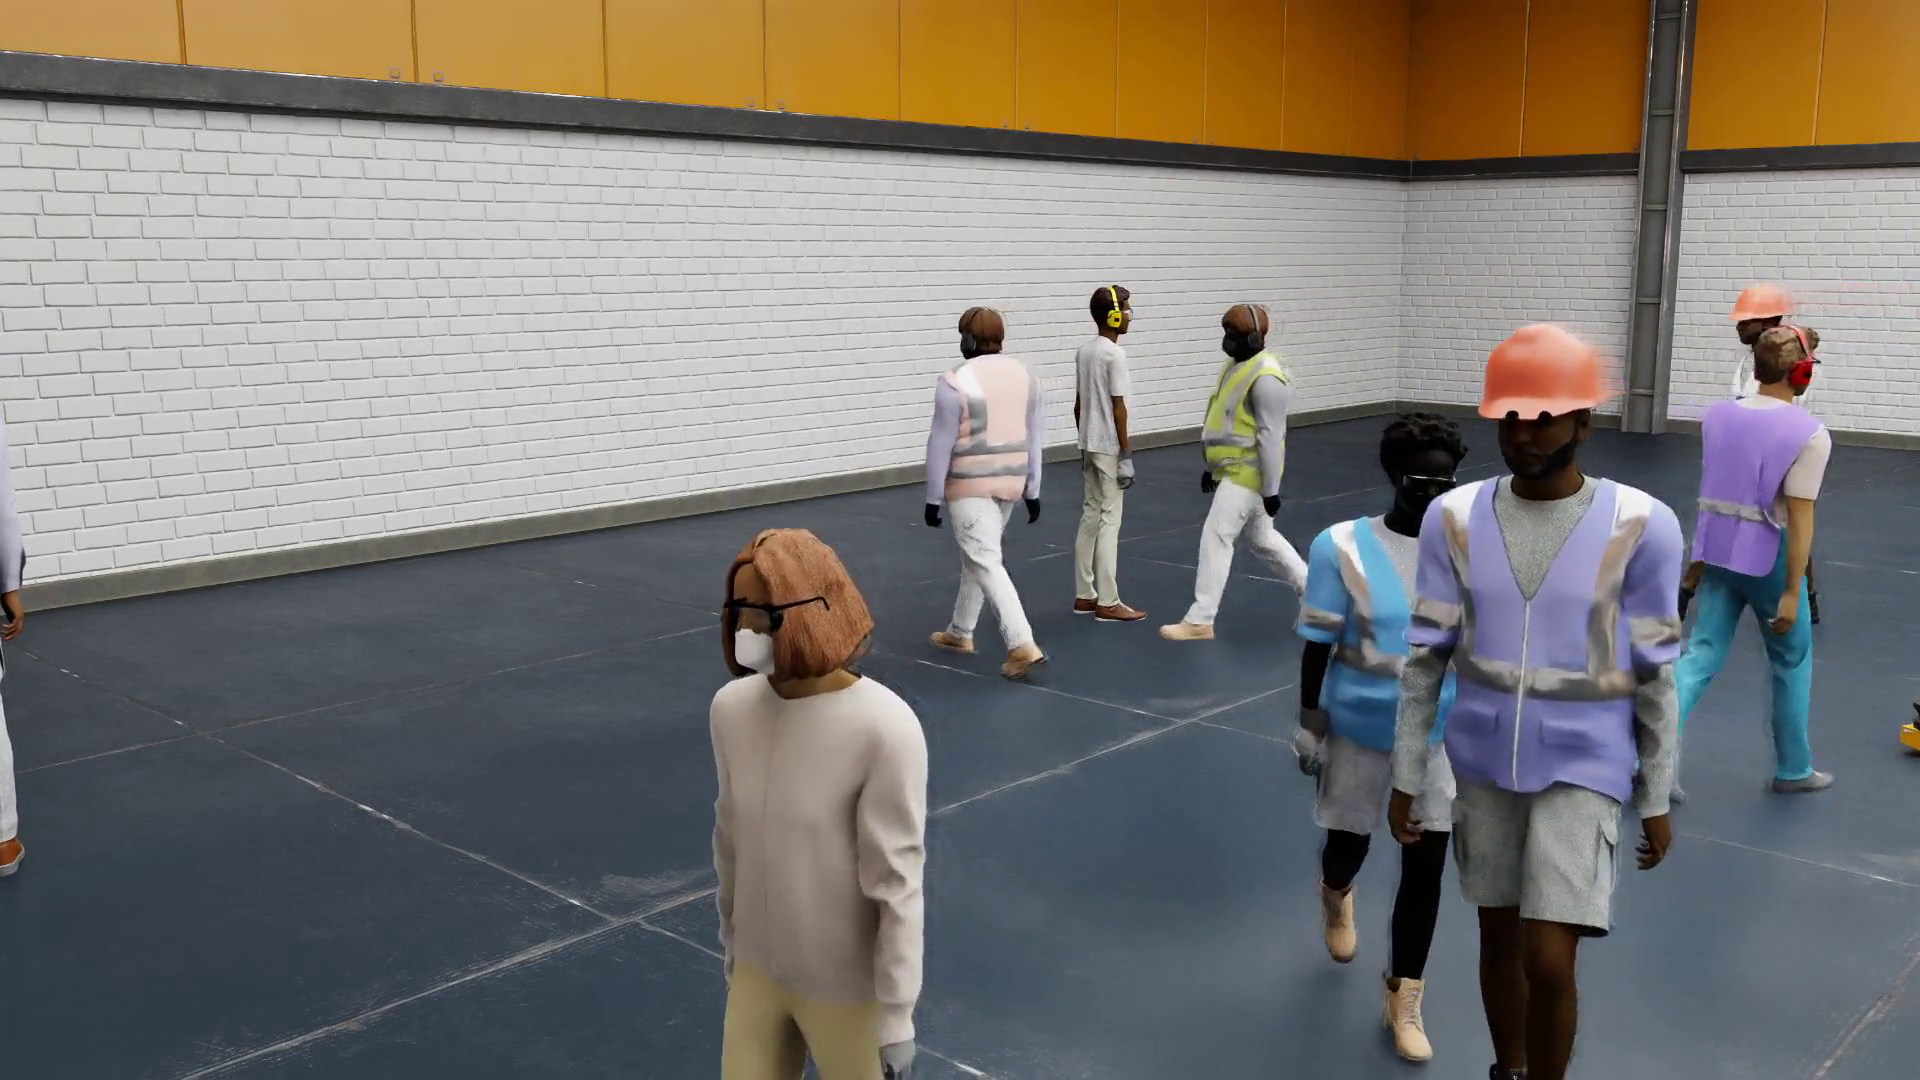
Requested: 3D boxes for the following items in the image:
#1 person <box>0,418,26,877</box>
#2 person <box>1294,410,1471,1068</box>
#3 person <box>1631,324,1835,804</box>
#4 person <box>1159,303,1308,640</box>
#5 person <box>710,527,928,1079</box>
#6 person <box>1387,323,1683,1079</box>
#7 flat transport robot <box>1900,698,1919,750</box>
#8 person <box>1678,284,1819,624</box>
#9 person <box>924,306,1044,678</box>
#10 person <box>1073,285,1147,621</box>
[{"bbox_3d":[-3.356,0.172,5.361,0.614,1.946,0.389,-8,13,-39],"label":"person"},{"bbox_3d":[1.153,0.475,4.429,0.542,1.676,0.628,1,10,5],"label":"person"},{"bbox_3d":[2.917,0.105,6.185,0.918,1.809,0.568,-4,11,-24],"label":"person"},{"bbox_3d":[1.570,-0.351,8.779,0.926,1.804,0.626,0,10,-1],"label":"person"},{"bbox_3d":[-0.214,0.762,2.964,0.507,1.610,0.627,8,12,37],"label":"person"},{"bbox_3d":[1.186,0.505,3.547,0.574,1.914,0.651,7,12,36],"label":"person"},{"bbox_3d":[4.468,0.839,6.341,0.652,0.197,1.431,-4,11,-24],"label":"flat transport robot"},{"bbox_3d":[4.313,-0.446,9.094,1.001,1.874,0.559,-1,10,-4],"label":"person"},{"bbox_3d":[0.145,-0.248,8.201,0.636,1.803,0.961,-8,13,-40],"label":"person"},{"bbox_3d":[0.825,-0.483,9.315,0.327,1.874,0.518,-4,11,-24],"label":"person"}]
